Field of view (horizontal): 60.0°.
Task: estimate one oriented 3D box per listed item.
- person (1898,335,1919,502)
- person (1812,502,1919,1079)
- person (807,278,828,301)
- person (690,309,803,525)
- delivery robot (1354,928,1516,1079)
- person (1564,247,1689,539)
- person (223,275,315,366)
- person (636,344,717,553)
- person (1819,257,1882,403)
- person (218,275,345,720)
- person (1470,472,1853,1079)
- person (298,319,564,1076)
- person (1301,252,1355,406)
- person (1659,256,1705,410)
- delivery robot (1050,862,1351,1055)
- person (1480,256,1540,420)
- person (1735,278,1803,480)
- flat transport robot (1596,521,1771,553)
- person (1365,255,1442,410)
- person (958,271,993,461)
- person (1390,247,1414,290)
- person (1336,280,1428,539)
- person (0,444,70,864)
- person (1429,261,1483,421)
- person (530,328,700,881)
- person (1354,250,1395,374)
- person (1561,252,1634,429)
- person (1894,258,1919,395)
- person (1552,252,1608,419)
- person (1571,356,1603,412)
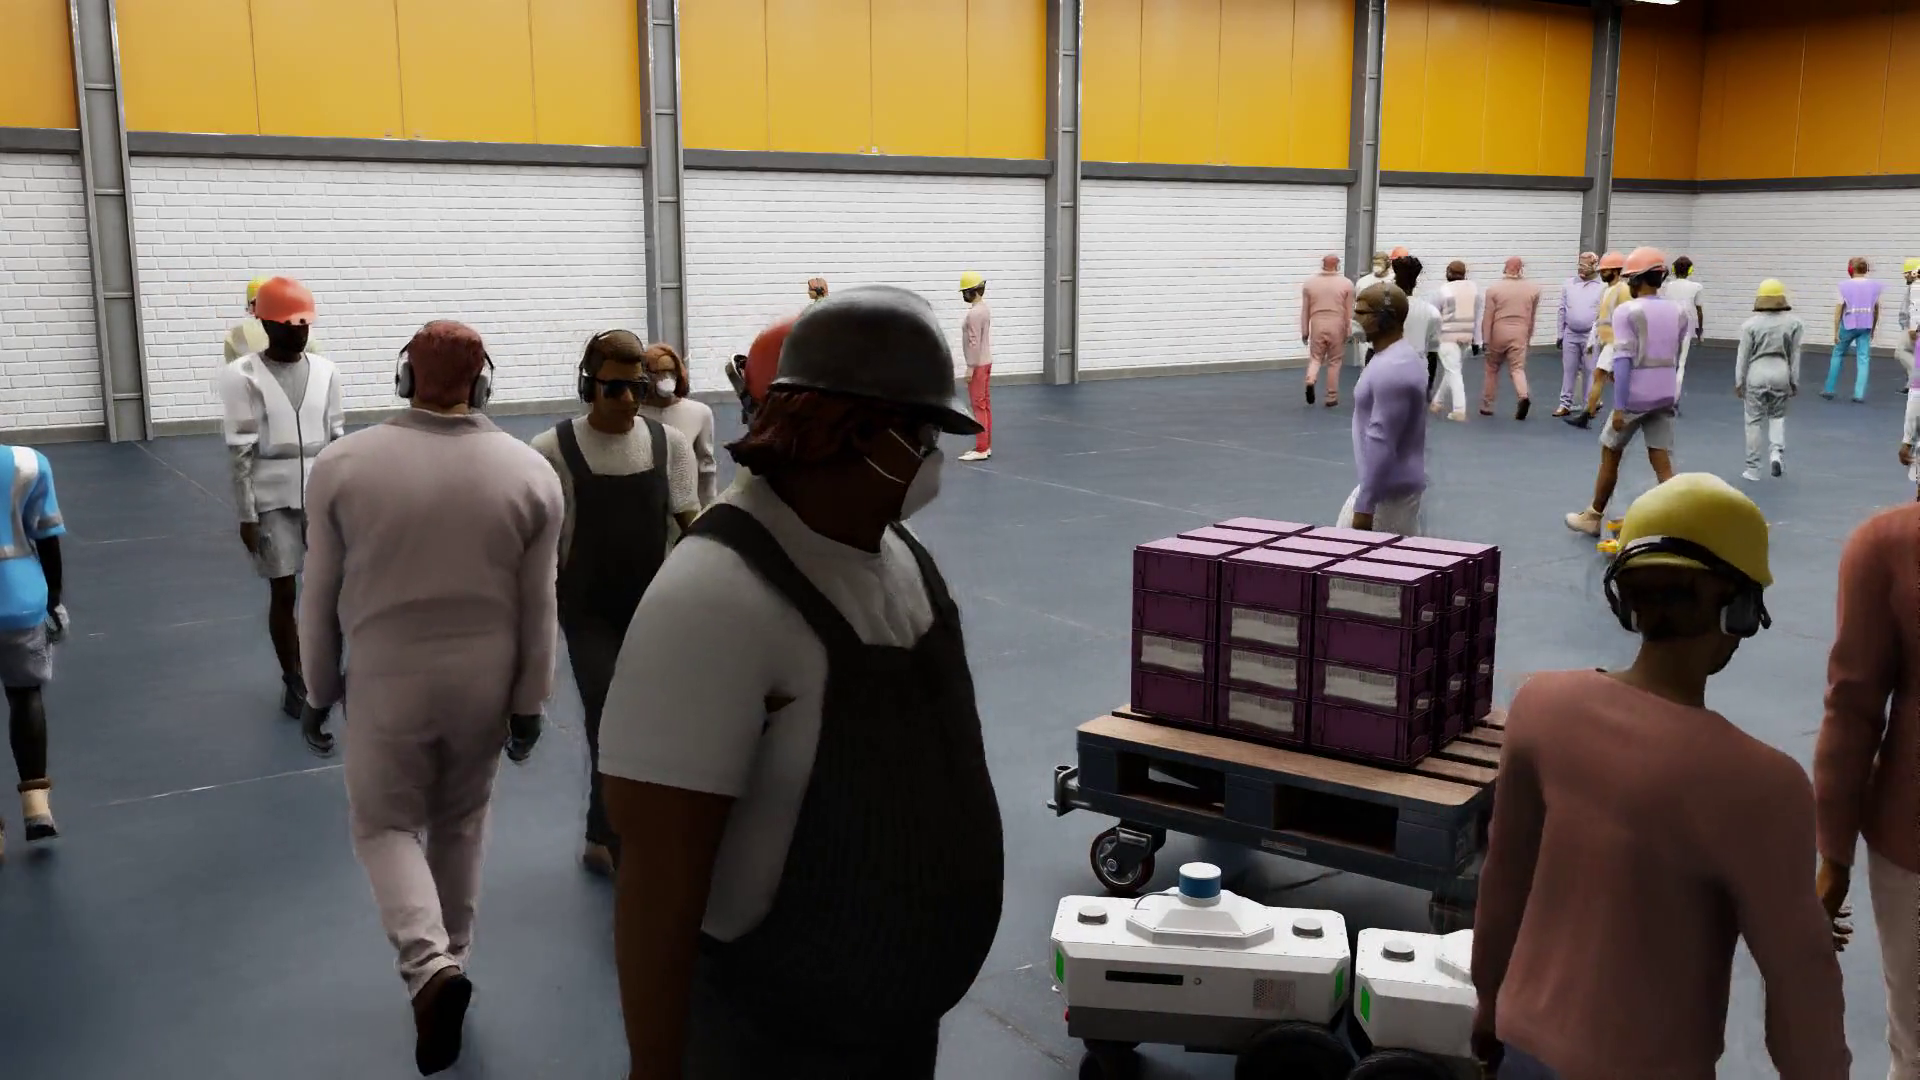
[{"bbox_3d":[5.876,-0.635,9.744,0.582,1.906,0.755,2,10,9],"label":"person"},{"bbox_3d":[1.918,0.551,3.096,0.636,1.965,0.683,4,11,22],"label":"person"},{"bbox_3d":[-1.529,-2.056,18.275,0.314,1.629,0.509,-3,11,-17],"label":"person"},{"bbox_3d":[-0.324,0.558,3.058,0.765,1.943,0.737,1,10,5],"label":"person"},{"bbox_3d":[1.269,1.072,3.813,0.707,0.478,0.477,3,11,15],"label":"delivery robot"},{"bbox_3d":[4.548,-0.960,11.242,0.630,1.995,0.999,-4,11,-21],"label":"person"},{"bbox_3d":[-4.663,-0.883,11.316,0.609,1.818,0.580,-4,11,-23],"label":"person"},{"bbox_3d":[-1.333,-0.089,7.565,0.524,1.586,0.854,-4,11,-21],"label":"person"},{"bbox_3d":[11.305,-2.655,21.076,0.595,1.808,0.867,1,10,7],"label":"person"},{"bbox_3d":[-2.878,-0.175,7.165,0.453,1.914,0.548,10,14,43],"label":"person"},{"bbox_3d":[1.027,0.772,2.446,0.553,1.733,0.559,-3,11,-18],"label":"person"},{"bbox_3d":[-1.314,0.386,4.219,0.665,1.875,0.749,-6,12,-28],"label":"person"},{"bbox_3d":[4.490,-2.560,20.318,0.652,1.890,0.553,5,11,26],"label":"person"},{"bbox_3d":[8.708,-2.494,20.095,0.523,1.842,0.798,6,12,31],"label":"person"},{"bbox_3d":[0.577,1.030,4.047,0.707,0.478,0.477,2,11,9],"label":"delivery robot"},{"bbox_3d":[6.321,-2.330,19.117,0.645,1.869,0.844,1,10,4],"label":"person"},{"bbox_3d":[6.884,-1.365,14.206,0.499,1.726,0.383,2,11,11],"label":"person"},{"bbox_3d":[4.845,-0.066,11.090,0.652,0.197,1.431,9,14,41],"label":"flat transport robot"},{"bbox_3d":[3.378,-1.199,12.707,0.628,1.945,0.564,-3,11,-15],"label":"person"},{"bbox_3d":[0.137,-1.618,15.520,0.326,1.760,0.524,2,11,12],"label":"person"},{"bbox_3d":[6.047,-3.070,22.986,0.354,1.939,0.544,9,14,40],"label":"person"},{"bbox_3d":[1.866,-0.212,7.470,0.934,1.895,0.647,2,11,11],"label":"person"},{"bbox_3d":[-3.241,0.244,5.481,0.551,1.685,0.366,-8,13,-38],"label":"person"},{"bbox_3d":[5.577,-2.293,19.086,0.634,1.793,0.956,-4,11,-21],"label":"person"},{"bbox_3d":[-0.991,0.264,5.080,0.548,1.795,0.919,-7,13,-35],"label":"person"},{"bbox_3d":[4.990,-2.476,19.791,0.629,1.924,0.433,4,11,23],"label":"person"},{"bbox_3d":[6.922,-2.142,17.990,0.915,1.896,0.576,0,10,-1],"label":"person"},{"bbox_3d":[12.525,-2.792,21.850,0.481,1.794,0.625,10,14,43],"label":"person"},{"bbox_3d":[7.168,-2.347,19.125,0.636,1.903,0.404,8,13,38],"label":"person"},{"bbox_3d":[7.411,-2.307,19.673,0.502,1.612,0.601,8,13,39],"label":"person"}]
